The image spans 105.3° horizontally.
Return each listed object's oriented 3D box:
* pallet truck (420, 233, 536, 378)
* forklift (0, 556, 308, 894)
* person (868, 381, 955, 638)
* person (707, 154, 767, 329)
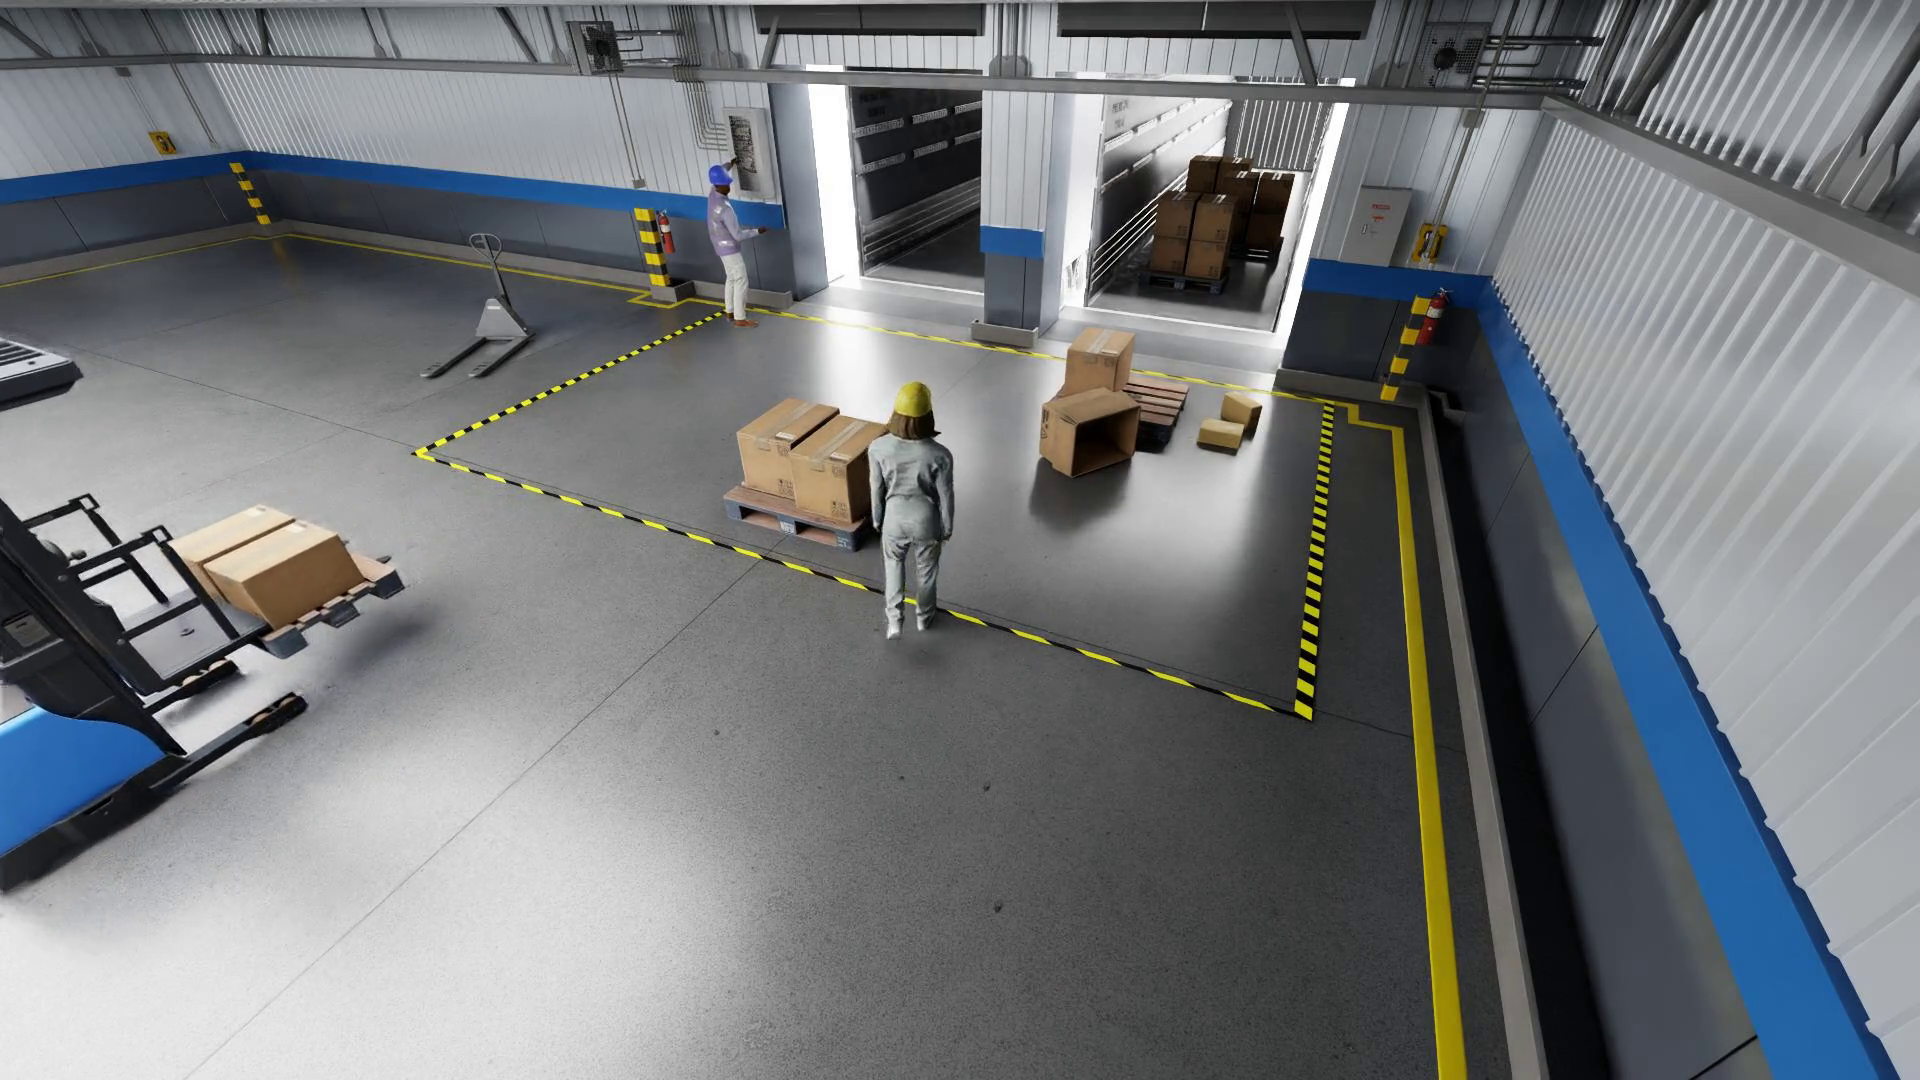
[{"bbox_3d":[-5.664,-2.712,8.427,0.680,1.201,1.601,0,35,-1],"label":"pallet truck"},{"bbox_3d":[-4.495,0.525,3.192,0.716,2.013,0.776,15,38,20],"label":"forklift"},{"bbox_3d":[-0.282,-0.091,4.318,0.497,1.727,0.562,4,36,6],"label":"person"},{"bbox_3d":[-2.842,-3.765,9.332,0.684,1.908,1.072,-17,39,-23],"label":"person"}]
